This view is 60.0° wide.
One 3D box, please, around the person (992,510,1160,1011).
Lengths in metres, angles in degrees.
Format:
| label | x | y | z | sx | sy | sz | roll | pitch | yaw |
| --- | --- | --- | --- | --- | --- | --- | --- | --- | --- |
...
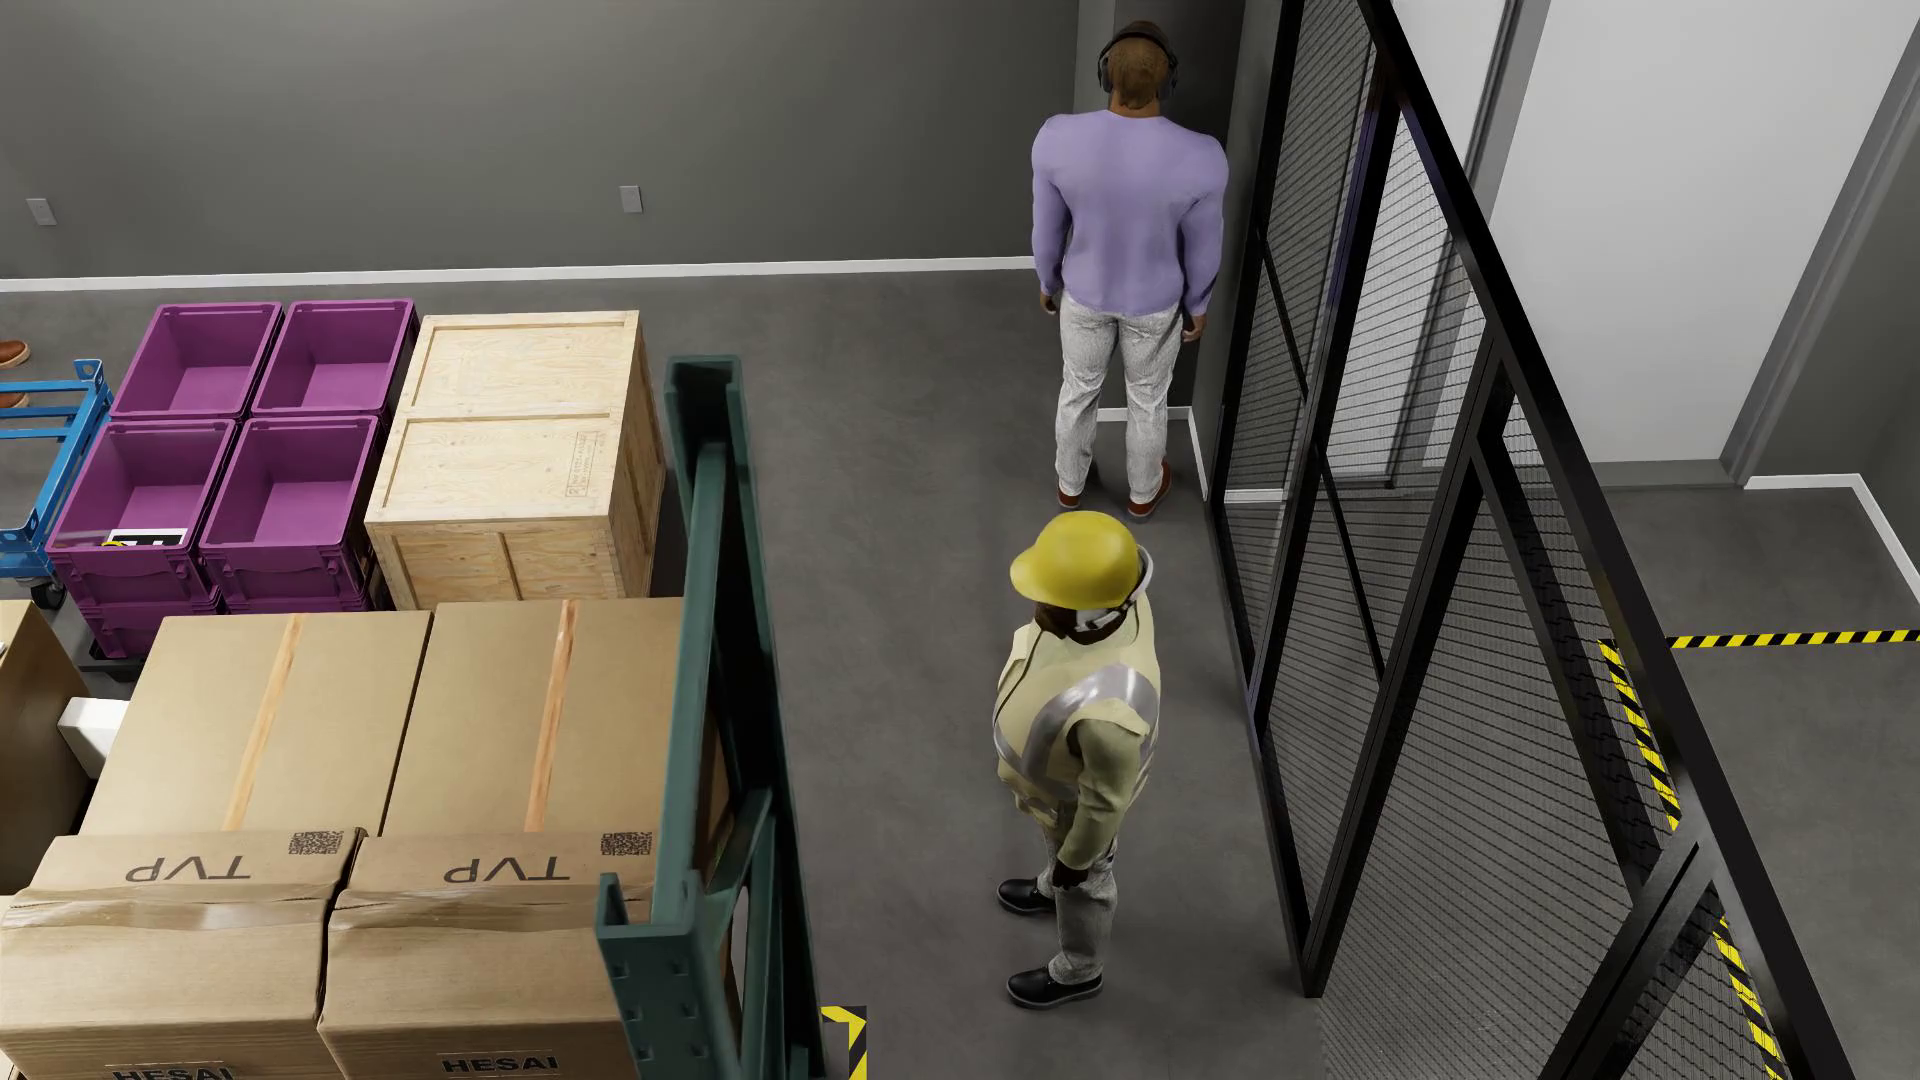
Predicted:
| label | x | y | z | sx | sy | sz | roll | pitch | yaw |
| --- | --- | --- | --- | --- | --- | --- | --- | --- | --- |
| person | 0.283 | 0.585 | 4.272 | 0.404 | 1.830 | 0.590 | -2 | 46 | -2 |

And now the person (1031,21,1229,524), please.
| label | x | y | z | sx | sy | sz | roll | pitch | yaw |
| --- | --- | --- | --- | --- | --- | --- | --- | --- | --- |
| person | 0.540 | -0.833 | 5.553 | 0.629 | 1.940 | 0.373 | 10 | 47 | 10 |

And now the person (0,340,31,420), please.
| label | x | y | z | sx | sy | sz | roll | pitch | yaw |
| --- | --- | --- | --- | --- | --- | --- | --- | --- | --- |
| person | -3.888 | -1.312 | 5.971 | 0.395 | 1.993 | 0.614 | -13 | 48 | -12 |
